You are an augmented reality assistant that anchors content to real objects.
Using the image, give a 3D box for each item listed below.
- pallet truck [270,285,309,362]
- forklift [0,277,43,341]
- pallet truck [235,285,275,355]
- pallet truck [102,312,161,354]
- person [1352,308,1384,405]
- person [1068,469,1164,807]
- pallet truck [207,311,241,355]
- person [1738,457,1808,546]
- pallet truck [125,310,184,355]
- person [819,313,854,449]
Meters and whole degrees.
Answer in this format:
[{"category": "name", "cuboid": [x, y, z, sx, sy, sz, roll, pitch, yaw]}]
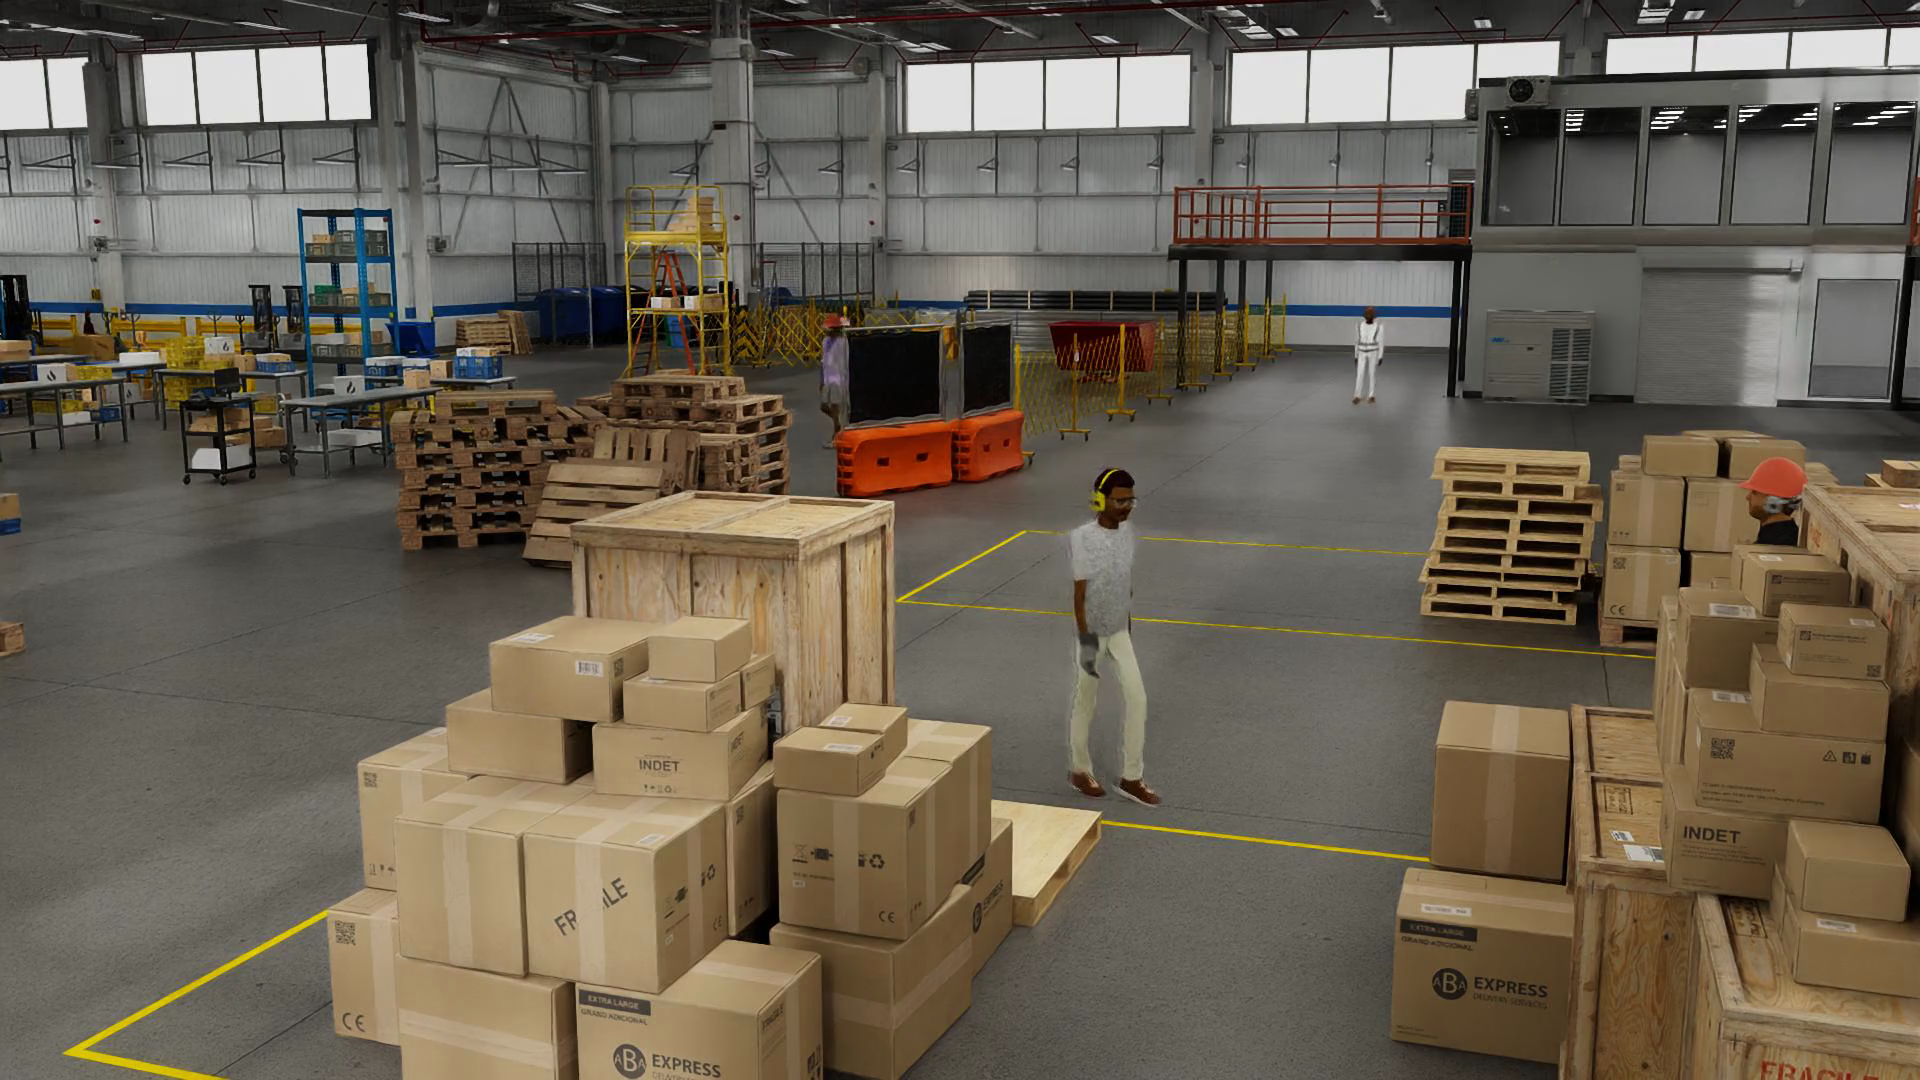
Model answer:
[{"category": "pallet truck", "cuboid": [-17.147, -5.700, 43.663, 0.823, 1.965, 1.885, 3, 11, 17]}, {"category": "forklift", "cuboid": [-27.151, -6.329, 46.328, 1.157, 1.987, 2.680, 3, 11, 17]}, {"category": "pallet truck", "cuboid": [-18.327, -5.835, 44.421, 0.823, 1.965, 1.885, 4, 11, 23]}, {"category": "pallet truck", "cuboid": [-23.057, -5.777, 46.261, 0.680, 1.201, 1.601, 3, 11, 19]}, {"category": "person", "cuboid": [7.794, -3.504, 31.750, 0.588, 1.838, 0.891, 5, 11, 27]}, {"category": "person", "cuboid": [0.823, 0.539, 8.969, 0.513, 1.839, 0.746, -6, 12, -30]}, {"category": "pallet truck", "cuboid": [-19.537, -5.575, 44.913, 0.653, 1.274, 1.630, 3, 11, 19]}, {"category": "person", "cuboid": [4.014, 0.579, 8.299, 0.612, 1.997, 0.376, -10, 14, -44]}, {"category": "pallet truck", "cuboid": [-22.038, -5.665, 45.457, 0.704, 1.261, 1.522, 3, 11, 17]}, {"category": "person", "cuboid": [-1.837, -2.370, 24.824, 0.562, 2.027, 0.624, -8, 13, -39]}]
